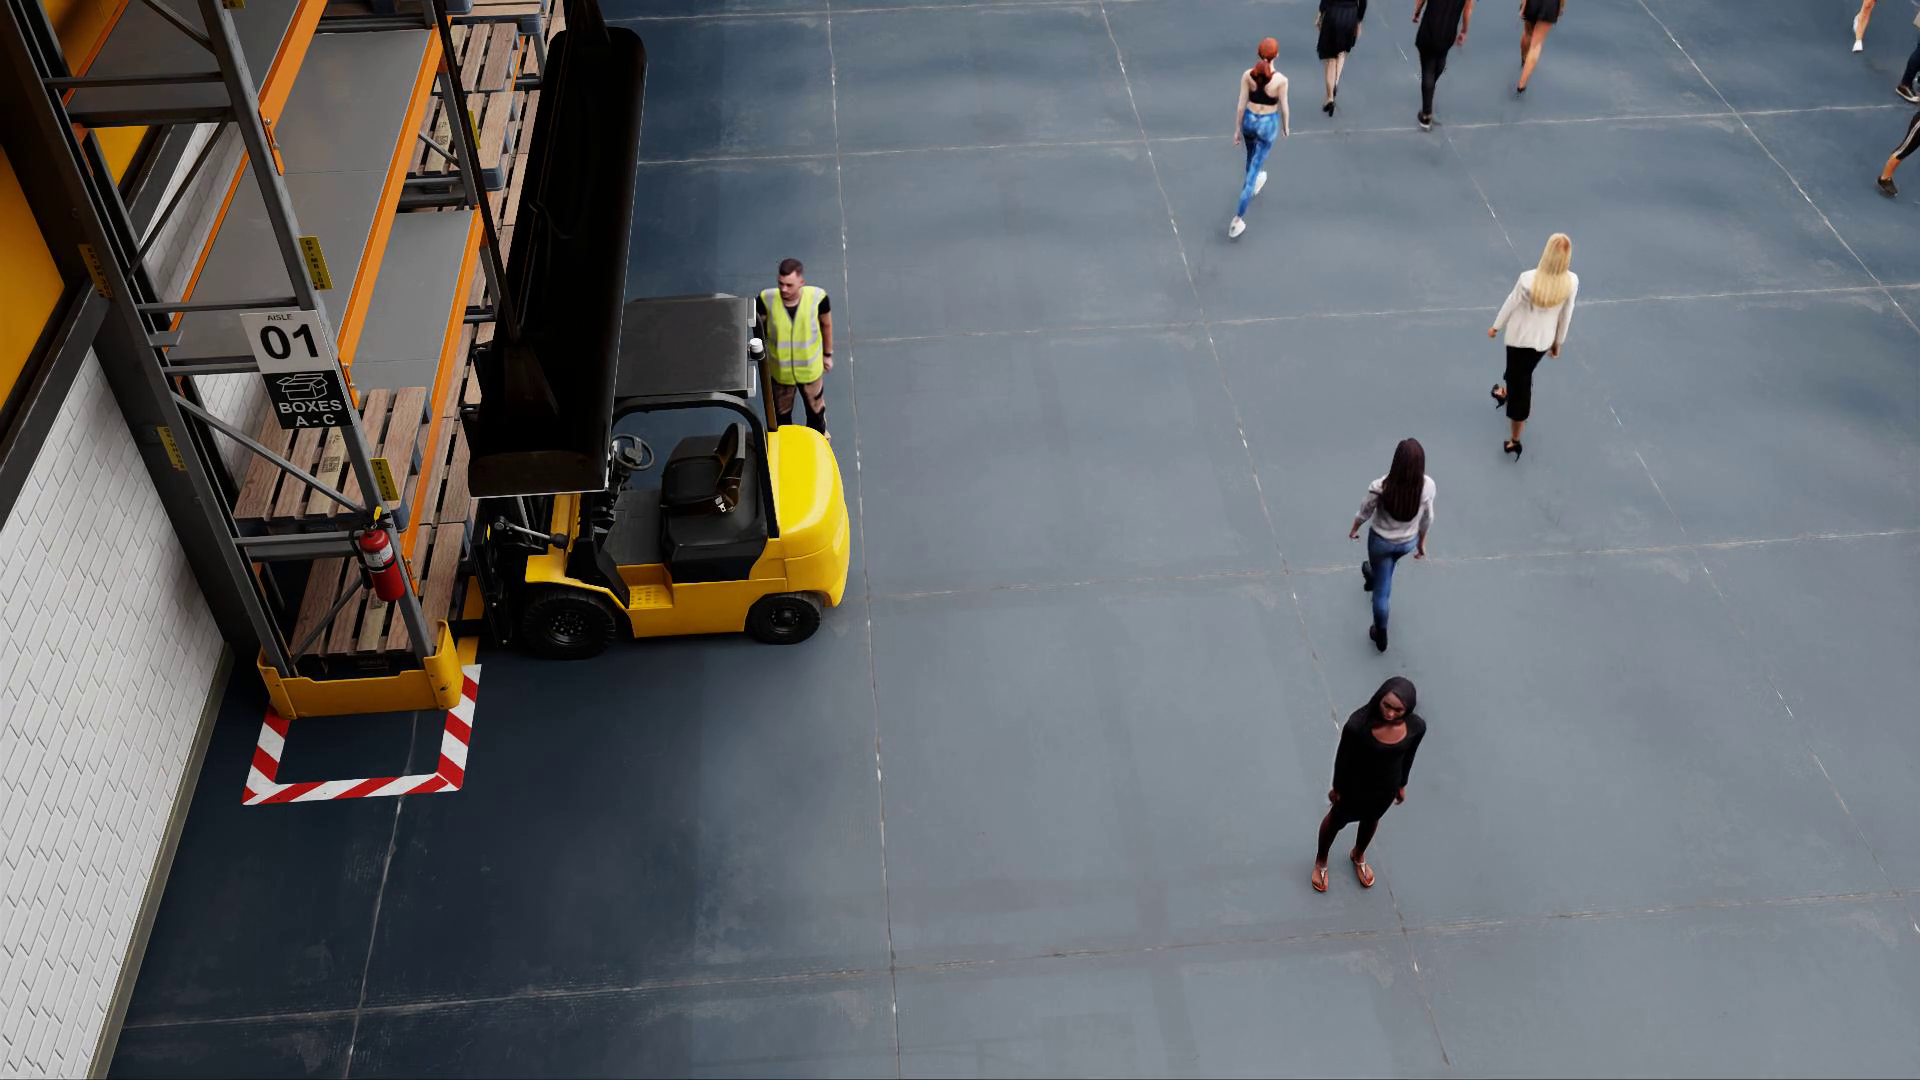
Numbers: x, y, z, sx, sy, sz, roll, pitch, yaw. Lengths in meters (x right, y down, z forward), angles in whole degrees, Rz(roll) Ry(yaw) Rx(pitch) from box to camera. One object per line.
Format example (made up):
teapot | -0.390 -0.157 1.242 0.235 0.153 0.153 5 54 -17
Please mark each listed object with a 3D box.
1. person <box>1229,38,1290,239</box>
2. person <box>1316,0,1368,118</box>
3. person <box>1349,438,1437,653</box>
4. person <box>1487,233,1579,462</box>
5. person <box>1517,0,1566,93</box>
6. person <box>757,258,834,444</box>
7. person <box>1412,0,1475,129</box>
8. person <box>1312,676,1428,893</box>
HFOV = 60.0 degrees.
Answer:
person | 2.580 -3.467 14.514 1.043 1.723 1.275 20 47 20
person | 3.671 -4.901 16.014 0.589 1.731 0.746 -1 44 -1
person | 2.850 0.079 10.884 0.632 1.598 0.969 -4 44 -5
person | 4.213 -1.370 12.241 0.626 1.823 1.028 -4 44 -5
person | 5.735 -5.214 16.418 0.937 1.628 1.204 16 46 16
person | -1.194 -1.298 12.150 0.683 1.845 0.697 -2 44 -2
person | 4.583 -4.828 15.871 0.724 1.823 1.126 1 44 1
person | 2.318 1.375 9.433 0.608 1.721 0.502 -2 44 -2
